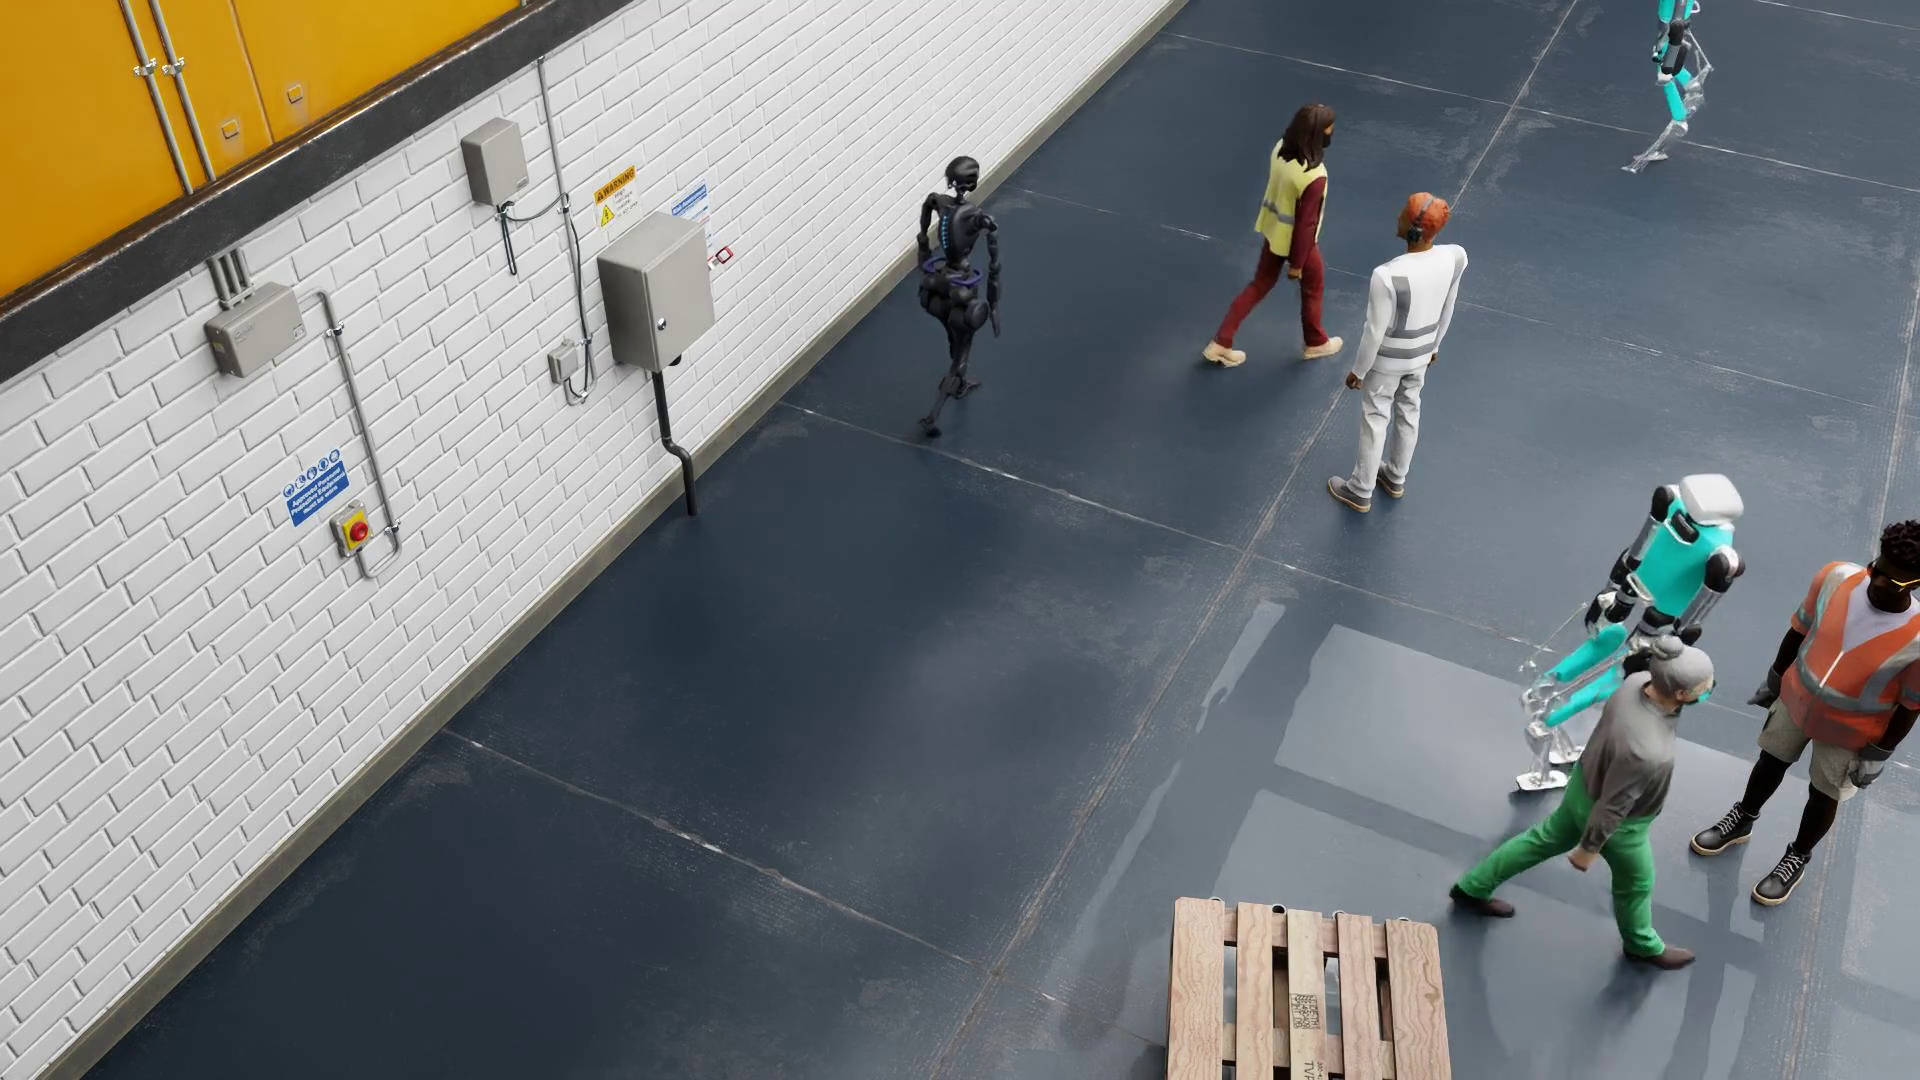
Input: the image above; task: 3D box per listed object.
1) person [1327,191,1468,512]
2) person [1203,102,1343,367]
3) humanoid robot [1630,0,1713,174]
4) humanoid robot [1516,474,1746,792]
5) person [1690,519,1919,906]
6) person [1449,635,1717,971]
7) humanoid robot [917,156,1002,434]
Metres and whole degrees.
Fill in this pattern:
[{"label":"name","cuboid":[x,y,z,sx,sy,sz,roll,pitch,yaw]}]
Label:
[{"label":"person","cuboid":[2.292,-0.969,8.729,0.580,1.879,0.352,-20,44,-21]},{"label":"person","cuboid":[1.925,-1.765,9.762,0.897,1.736,0.468,-16,43,-18]},{"label":"humanoid robot","cuboid":[5.107,-3.369,11.658,0.665,1.836,0.559,9,42,10]},{"label":"humanoid robot","cuboid":[2.725,0.479,7.157,0.817,1.757,0.550,-8,41,-9]},{"label":"person","cuboid":[3.515,0.697,6.731,0.368,1.966,0.605,-22,45,-23]},{"label":"person","cuboid":[2.551,1.010,6.511,0.991,1.790,0.515,6,41,7]},{"label":"humanoid robot","cuboid":[-0.066,-1.386,9.397,0.591,1.639,0.733,26,47,27]}]
